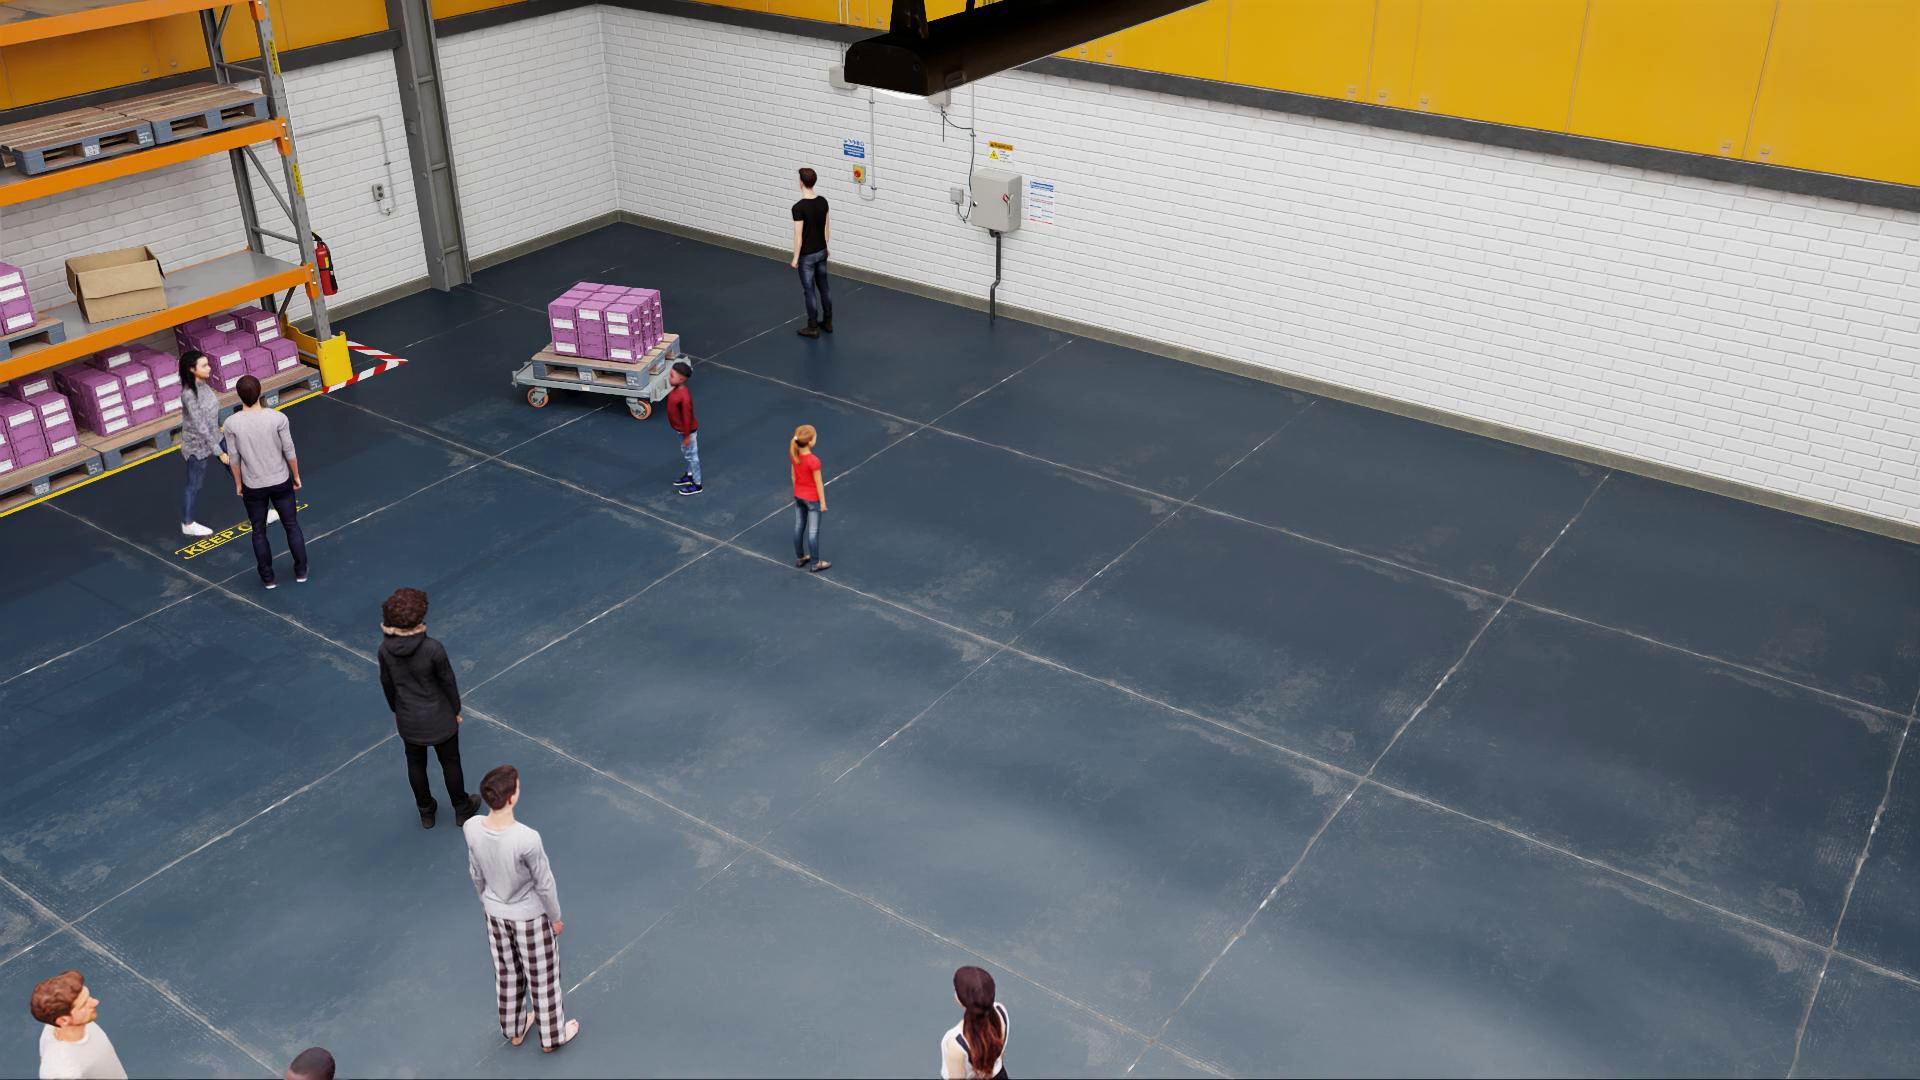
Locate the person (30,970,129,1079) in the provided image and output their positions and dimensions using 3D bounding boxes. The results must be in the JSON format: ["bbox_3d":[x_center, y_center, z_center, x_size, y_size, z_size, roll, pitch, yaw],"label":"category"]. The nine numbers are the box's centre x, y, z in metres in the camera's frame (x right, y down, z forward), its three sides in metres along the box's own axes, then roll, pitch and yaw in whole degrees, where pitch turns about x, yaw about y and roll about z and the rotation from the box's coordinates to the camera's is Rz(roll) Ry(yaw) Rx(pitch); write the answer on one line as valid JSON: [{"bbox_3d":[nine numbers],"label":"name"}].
[{"bbox_3d":[-3.931,2.729,7.621,0.745,1.902,0.754,-13,31,-22],"label":"person"}]

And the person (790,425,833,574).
[{"bbox_3d":[-1.281,-0.335,13.908,0.497,1.260,0.489,21,35,34],"label":"person"}]

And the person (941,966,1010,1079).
[{"bbox_3d":[0.090,2.696,7.948,0.611,1.646,0.477,21,35,33],"label":"person"}]

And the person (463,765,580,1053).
[{"bbox_3d":[-2.392,2.007,9.002,0.686,1.847,0.633,9,30,16],"label":"person"}]

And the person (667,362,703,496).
[{"bbox_3d":[-2.503,-1.039,15.205,0.619,1.254,0.579,-10,30,-18],"label":"person"}]

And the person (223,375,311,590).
[{"bbox_3d":[-5.659,-0.480,13.567,0.668,1.841,0.790,-12,31,-20],"label":"person"}]

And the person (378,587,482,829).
[{"bbox_3d":[-3.450,1.102,10.731,0.737,1.781,0.775,0,29,0],"label":"person"}]

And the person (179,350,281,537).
[{"bbox_3d":[-6.580,-0.788,14.297,1.098,1.683,1.174,2,29,3],"label":"person"}]

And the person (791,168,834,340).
[{"bbox_3d":[-1.639,-3.189,18.477,0.781,1.895,0.546,26,38,38],"label":"person"}]
